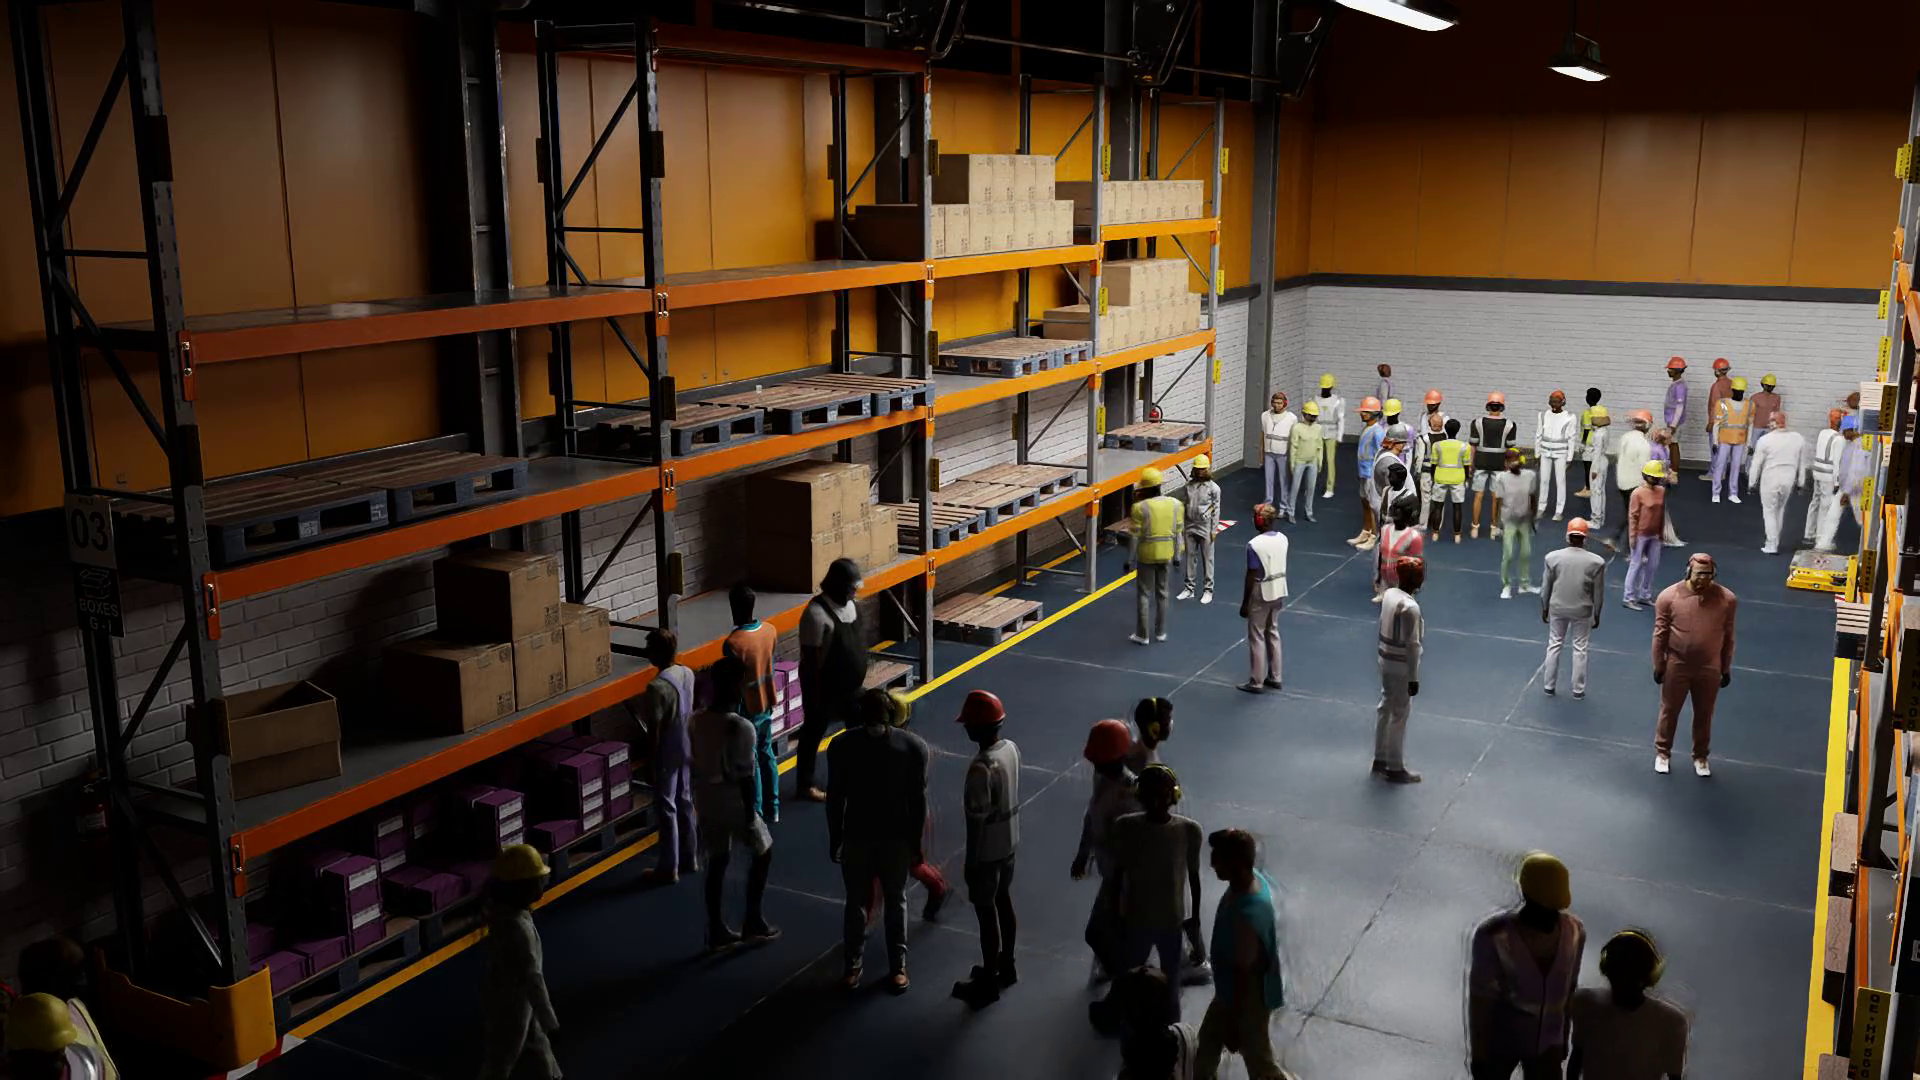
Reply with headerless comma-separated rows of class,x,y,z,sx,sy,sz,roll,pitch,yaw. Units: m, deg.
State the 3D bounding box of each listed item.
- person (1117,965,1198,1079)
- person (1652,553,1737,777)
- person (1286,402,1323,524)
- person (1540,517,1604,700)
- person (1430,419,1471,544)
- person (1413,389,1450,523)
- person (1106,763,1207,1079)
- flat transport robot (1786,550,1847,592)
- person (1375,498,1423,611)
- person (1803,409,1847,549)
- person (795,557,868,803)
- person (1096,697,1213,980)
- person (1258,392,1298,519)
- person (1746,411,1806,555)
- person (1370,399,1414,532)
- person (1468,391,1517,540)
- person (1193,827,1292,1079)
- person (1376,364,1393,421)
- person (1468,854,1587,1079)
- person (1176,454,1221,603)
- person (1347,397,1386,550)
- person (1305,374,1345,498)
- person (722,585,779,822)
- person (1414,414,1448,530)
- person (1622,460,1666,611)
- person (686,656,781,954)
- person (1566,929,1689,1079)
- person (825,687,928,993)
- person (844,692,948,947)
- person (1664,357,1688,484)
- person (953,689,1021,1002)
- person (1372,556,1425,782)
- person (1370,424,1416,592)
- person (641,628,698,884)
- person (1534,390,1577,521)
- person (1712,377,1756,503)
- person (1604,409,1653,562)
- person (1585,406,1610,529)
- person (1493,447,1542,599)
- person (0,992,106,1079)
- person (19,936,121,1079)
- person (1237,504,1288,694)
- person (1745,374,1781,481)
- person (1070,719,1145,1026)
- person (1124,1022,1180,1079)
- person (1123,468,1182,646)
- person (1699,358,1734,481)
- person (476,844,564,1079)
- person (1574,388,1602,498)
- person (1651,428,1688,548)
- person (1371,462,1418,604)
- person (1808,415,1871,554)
person,0.775,2.613,6.861,0.346,1.843,0.506,8,15,30
person,6.081,1.035,13.810,0.636,1.900,0.399,2,13,10
person,4.935,-1.099,23.681,0.535,1.759,0.342,-4,13,-19
person,5.842,0.646,15.890,0.569,1.744,0.350,7,14,28
person,6.605,-0.793,22.458,0.537,1.693,0.319,5,13,21
person,6.721,-1.205,23.774,0.389,1.927,0.558,-9,15,-35
person,1.082,2.116,9.076,0.572,1.880,0.397,2,13,9
flat transport robot,10.583,0.372,20.440,0.652,0.197,1.431,7,14,29
person,4.587,0.376,17.212,0.570,1.685,0.532,-8,15,-32
person,11.554,-0.816,22.150,0.354,1.876,0.572,0,13,0
person,-0.984,1.070,13.319,0.539,2.000,0.765,7,15,30
person,1.235,1.845,10.313,0.863,1.836,0.541,-3,13,-13
person,4.608,-1.234,24.103,0.559,1.836,0.394,9,16,36
person,10.728,-0.764,21.911,0.722,1.868,0.727,-1,13,-2
person,5.899,-0.991,22.824,0.586,1.917,0.380,7,14,29
person,7.230,-1.012,22.670,0.611,2.032,0.411,4,13,16
person,1.482,2.300,8.384,0.943,1.798,0.574,1,13,5
person,7.446,-2.273,29.200,0.315,1.636,0.515,5,13,21
person,2.668,2.336,8.030,0.593,1.888,0.919,-2,13,-11
person,2.782,-0.135,19.382,0.492,1.745,0.288,9,16,36
person,5.404,-0.881,22.045,0.380,2.045,0.605,-1,13,-4
person,5.612,-1.604,25.567,0.616,1.919,0.389,4,13,18
person,-1.583,1.283,12.644,0.375,1.915,0.592,6,14,26
person,6.615,-0.948,23.258,0.516,1.641,0.308,-3,13,-11
person,7.854,-0.057,19.020,0.537,1.753,0.341,-6,14,-25
person,-1.452,1.692,10.750,0.625,1.940,0.640,10,16,38
person,2.899,2.523,7.265,0.512,1.848,0.851,7,15,30
person,-0.508,1.824,10.177,0.628,1.939,0.373,0,13,0
person,-0.400,1.771,10.881,0.523,1.731,0.764,7,14,28
person,11.432,-1.918,26.688,0.380,2.045,0.605,4,13,17
person,0.158,1.843,10.115,0.389,1.930,0.544,6,14,25
person,3.636,1.054,13.742,0.337,1.882,0.584,-2,13,-9
person,5.171,-0.394,19.874,0.535,2.000,0.684,1,13,3
person,-2.056,1.520,11.778,0.359,1.835,0.512,6,14,24
person,8.552,-1.220,23.945,0.576,1.880,0.351,11,16,40
person,11.693,-1.498,25.110,0.627,1.917,0.411,1,13,5
person,8.664,-0.706,21.412,0.460,1.971,0.692,-1,13,-4
person,8.949,-1.027,23.409,0.321,1.737,0.488,7,15,30
person,6.590,-0.202,19.515,0.744,1.825,0.354,-3,13,-12
person,-3.640,2.663,6.686,0.403,1.824,0.595,8,15,31
person,-3.802,2.561,7.104,0.429,1.841,0.632,-6,14,-23
person,2.951,0.566,16.053,0.395,1.831,0.561,12,17,43
person,12.962,-1.806,26.830,0.524,1.762,0.339,-1,13,-6
person,0.874,1.933,9.754,0.483,1.910,0.596,-3,13,-12
person,0.763,2.727,6.669,0.535,1.700,0.318,5,14,23
person,2.052,0.177,17.630,0.633,1.903,0.398,-6,14,-23
person,12.282,-1.952,26.964,0.622,1.985,0.398,-11,16,-39
person,-2.244,2.349,8.359,0.886,1.702,0.498,-6,14,-24
person,9.704,-1.497,25.585,0.533,1.697,0.322,-11,17,-41
person,9.384,-0.689,22.178,0.831,1.596,0.527,7,14,29
person,5.007,-0.055,19.129,0.317,1.697,0.540,-7,14,-29
person,11.544,-0.658,21.416,1.007,1.888,0.628,3,13,12
